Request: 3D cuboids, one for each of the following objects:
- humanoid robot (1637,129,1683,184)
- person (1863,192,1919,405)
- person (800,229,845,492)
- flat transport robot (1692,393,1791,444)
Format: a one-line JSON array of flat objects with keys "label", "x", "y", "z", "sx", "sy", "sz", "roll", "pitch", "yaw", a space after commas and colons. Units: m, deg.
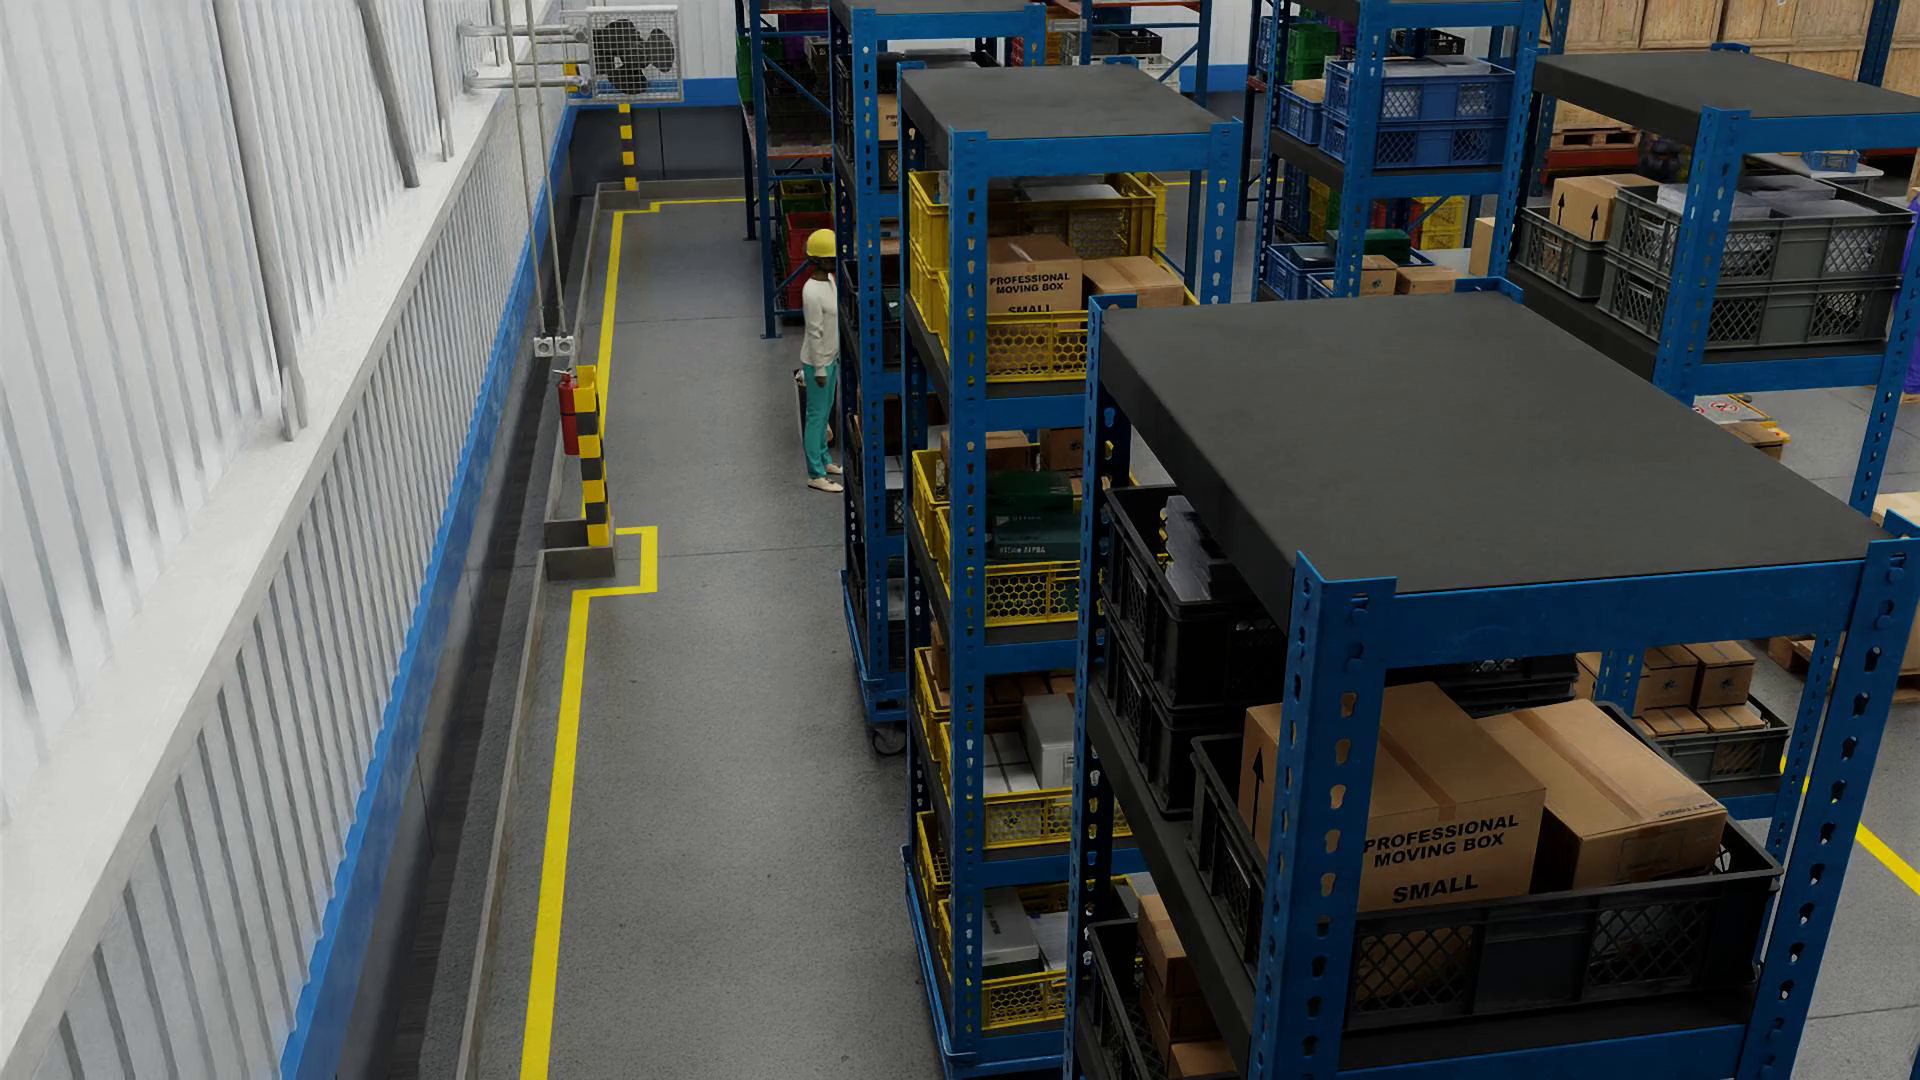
[{"label": "humanoid robot", "x": 7.352, "y": -4.059, "z": 17.466, "sx": 0.589, "sy": 1.623, "sz": 0.746, "roll": -3, "pitch": 25, "yaw": -6}, {"label": "person", "x": 7.299, "y": -2.055, "z": 12.649, "sx": 0.536, "sy": 2.000, "sz": 0.679, "roll": 3, "pitch": 25, "yaw": 6}, {"label": "person", "x": -0.899, "y": -1.206, "z": 11.126, "sx": 0.316, "sy": 1.769, "sz": 0.522, "roll": 4, "pitch": 25, "yaw": 8}, {"label": "flat transport robot", "x": 5.224, "y": -0.859, "z": 12.132, "sx": 1.431, "sy": 0.197, "sz": 0.652, "roll": -4, "pitch": 25, "yaw": -8}]
